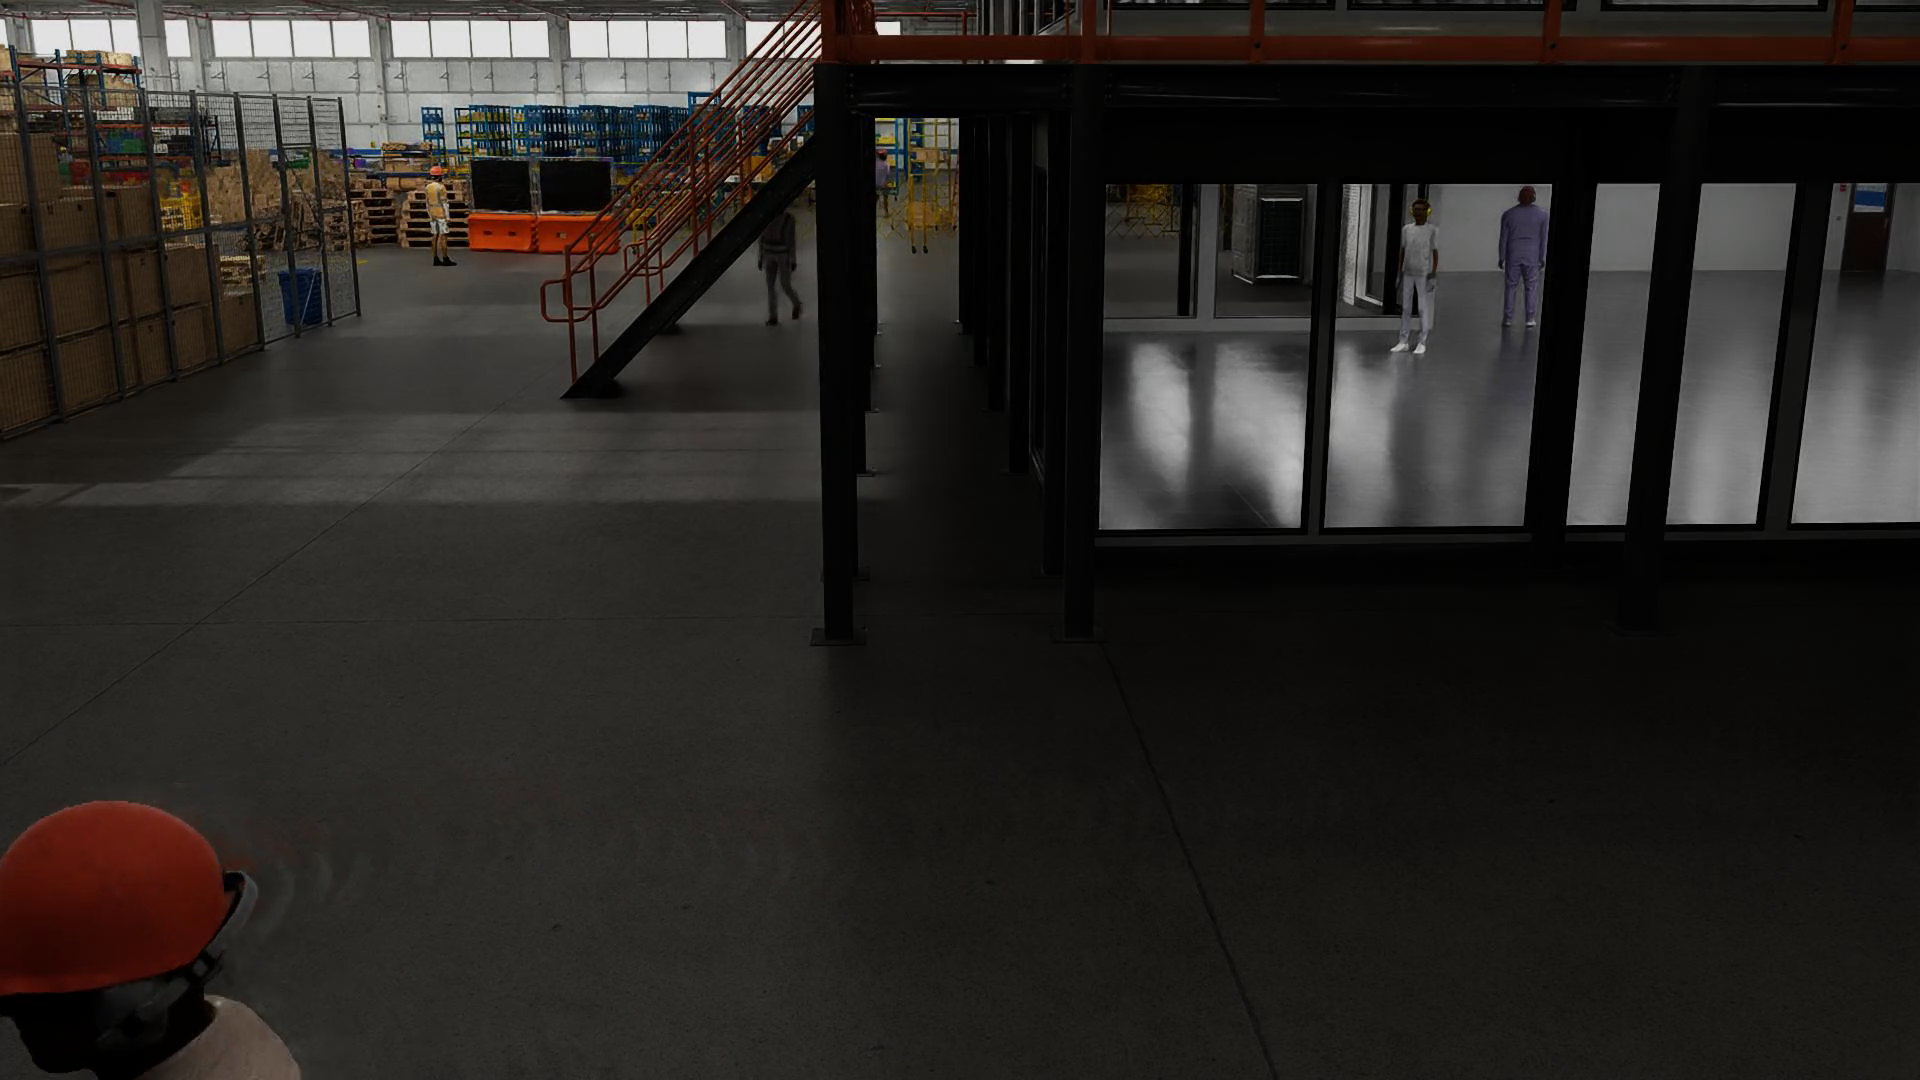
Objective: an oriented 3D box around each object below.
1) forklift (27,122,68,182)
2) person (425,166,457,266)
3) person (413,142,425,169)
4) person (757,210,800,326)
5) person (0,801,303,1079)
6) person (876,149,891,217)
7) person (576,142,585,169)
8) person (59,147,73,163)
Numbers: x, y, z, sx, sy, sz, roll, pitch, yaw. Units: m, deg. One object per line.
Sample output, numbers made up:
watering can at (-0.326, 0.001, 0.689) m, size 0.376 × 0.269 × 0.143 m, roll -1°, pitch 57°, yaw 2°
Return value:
forklift at (-35.376, -14.773, 64.377) m, size 1.129 × 2.768 × 1.873 m, roll -1°, pitch 14°, yaw -2°
person at (-10.184, -6.334, 32.562) m, size 0.546 × 1.938 × 0.361 m, roll 7°, pitch 16°, yaw 27°
person at (-24.495, -17.091, 75.594) m, size 0.642 × 1.909 × 0.881 m, roll 3°, pitch 14°, yaw 11°
person at (-2.501, -3.913, 23.031) m, size 0.590 × 1.871 × 0.549 m, roll 6°, pitch 15°, yaw 22°
person at (-1.087, 1.267, 2.141) m, size 0.960 × 1.951 × 0.653 m, roll -5°, pitch 15°, yaw -19°
person at (-2.339, -10.594, 49.406) m, size 0.621 × 2.026 × 0.777 m, roll 8°, pitch 16°, yaw 29°
person at (-19.136, -19.156, 84.022) m, size 0.404 × 1.832 × 0.600 m, roll -11°, pitch 18°, yaw -39°
person at (-36.951, -15.331, 68.753) m, size 0.404 × 1.824 × 0.586 m, roll 8°, pitch 16°, yaw 30°
